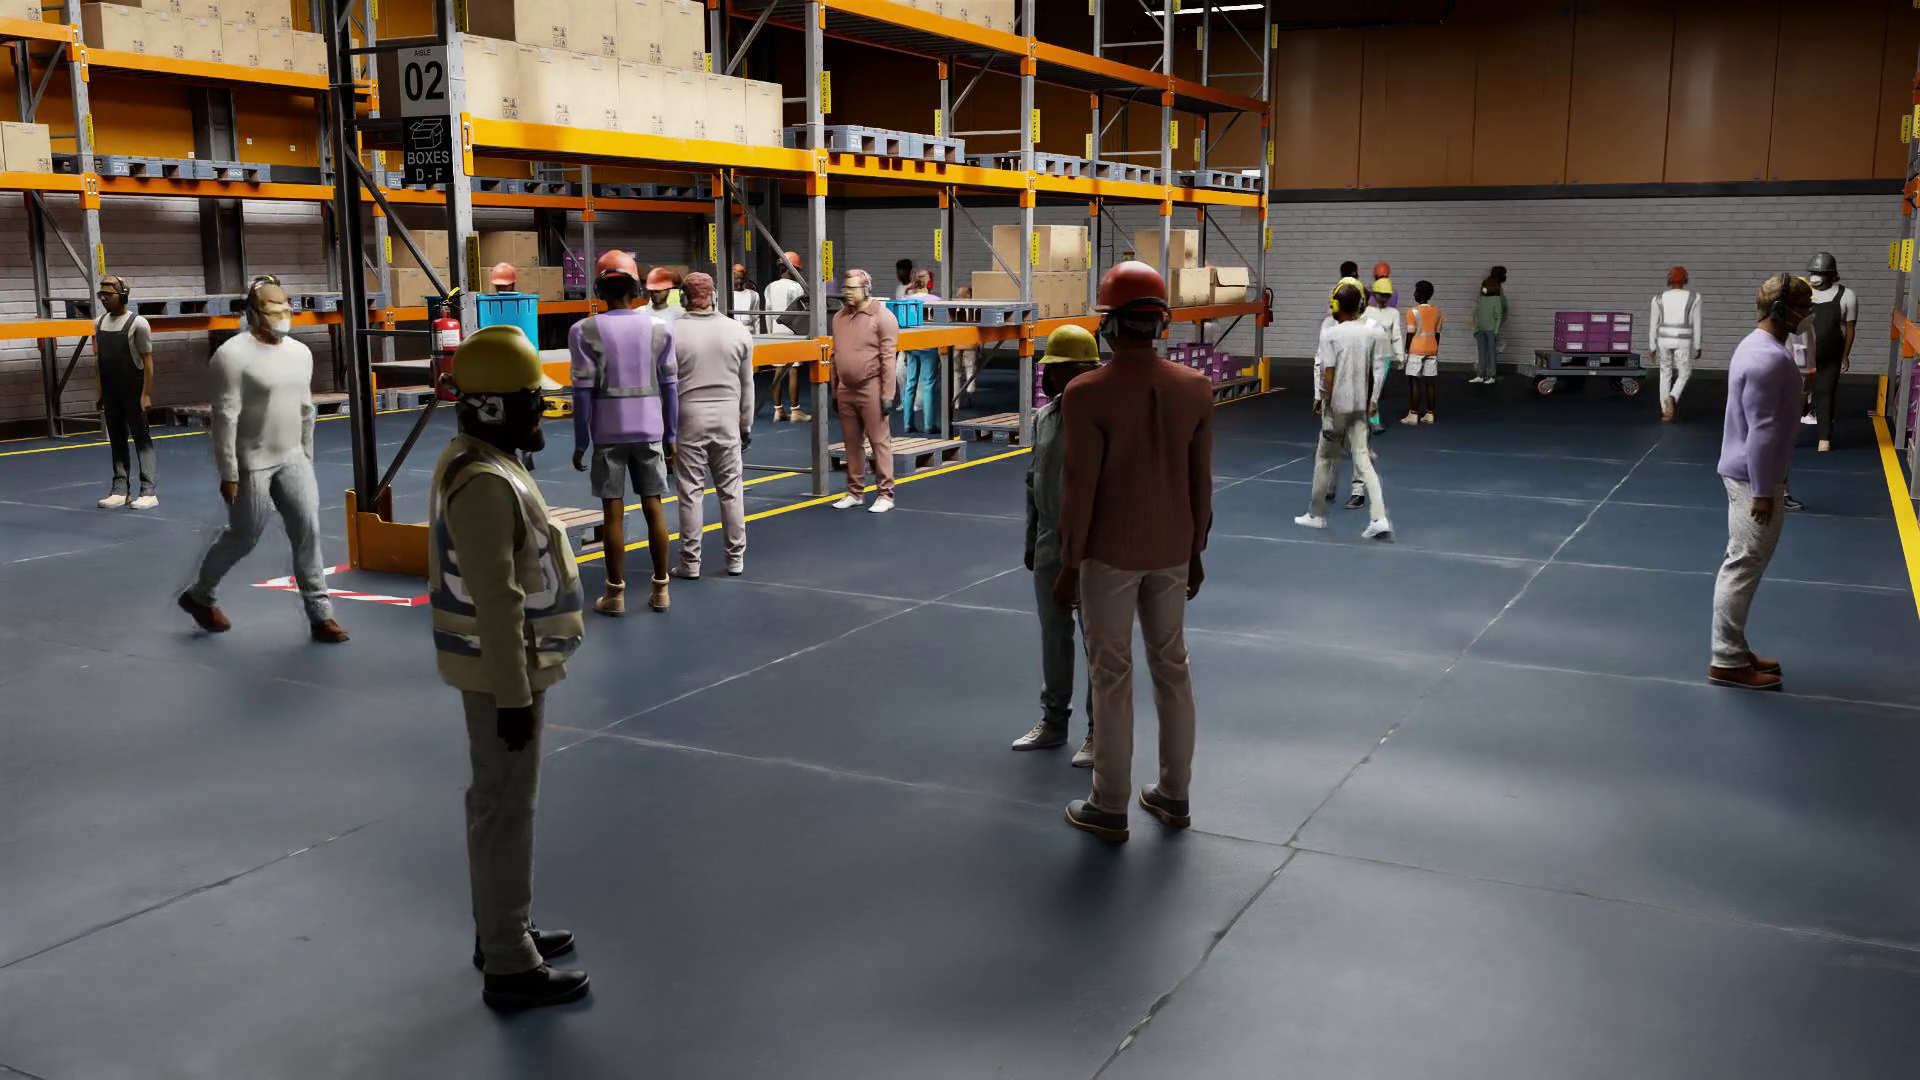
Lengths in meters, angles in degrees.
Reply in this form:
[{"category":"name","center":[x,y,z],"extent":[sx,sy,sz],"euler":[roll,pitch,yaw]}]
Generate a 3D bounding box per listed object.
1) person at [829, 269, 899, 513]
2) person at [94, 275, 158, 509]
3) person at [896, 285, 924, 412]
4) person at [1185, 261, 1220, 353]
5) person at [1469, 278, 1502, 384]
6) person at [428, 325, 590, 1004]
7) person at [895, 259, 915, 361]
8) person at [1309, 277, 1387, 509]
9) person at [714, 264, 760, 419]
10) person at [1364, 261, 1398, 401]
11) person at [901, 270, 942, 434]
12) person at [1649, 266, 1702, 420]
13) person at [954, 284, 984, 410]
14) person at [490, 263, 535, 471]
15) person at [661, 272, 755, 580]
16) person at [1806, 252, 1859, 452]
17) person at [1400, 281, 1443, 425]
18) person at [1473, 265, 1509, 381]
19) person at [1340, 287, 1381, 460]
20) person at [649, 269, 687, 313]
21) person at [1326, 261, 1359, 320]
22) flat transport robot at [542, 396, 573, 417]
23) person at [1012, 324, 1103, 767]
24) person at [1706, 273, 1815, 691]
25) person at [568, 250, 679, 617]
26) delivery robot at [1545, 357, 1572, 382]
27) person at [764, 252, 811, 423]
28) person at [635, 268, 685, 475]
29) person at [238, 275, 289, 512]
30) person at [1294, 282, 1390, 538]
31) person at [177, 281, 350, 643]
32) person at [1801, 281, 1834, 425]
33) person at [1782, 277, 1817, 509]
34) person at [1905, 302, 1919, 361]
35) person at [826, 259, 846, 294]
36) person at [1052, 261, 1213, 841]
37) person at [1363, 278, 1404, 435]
[{"category":"person","center":[-0.780,-1.163,13.037],"extent":[0.644,1.899,0.395],"euler":[7,12,36]},{"category":"person","center":[-6.624,-1.162,13.168],"extent":[0.506,1.846,0.346],"euler":[2,10,13]},{"category":"person","center":[-0.598,-2.416,21.047],"extent":[0.532,1.616,0.477],"euler":[7,12,34]},{"category":"person","center":[3.789,-3.430,26.023],"extent":[1.015,1.947,0.633],"euler":[0,10,-1]},{"category":"person","center":[8.187,-3.246,25.845],"extent":[0.280,1.634,0.498],"euler":[-5,11,-29]},{"category":"person","center":[-1.225,0.336,4.531],"extent":[0.404,1.831,0.600],"euler":[-3,10,-19]},{"category":"person","center":[-0.849,-3.043,23.815],"extent":[0.996,1.916,0.618],"euler":[-7,12,-36]},{"category":"person","center":[3.065,-1.164,13.214],"extent":[0.590,1.833,0.403],"euler":[8,13,40]},{"category":"person","center":[-2.700,-2.402,20.235],"extent":[0.575,1.885,0.355],"euler":[-4,10,-21]},{"category":"person","center":[5.768,-2.902,23.066],"extent":[0.555,1.914,0.873],"euler":[1,10,4]},{"category":"person","center":[-0.426,-2.099,18.621],"extent":[0.561,1.837,0.383],"euler":[5,11,26]},{"category":"person","center":[8.544,-2.339,19.905],"extent":[0.594,1.868,0.684],"euler":[7,12,34]},{"category":"person","center":[0.042,-2.456,21.300],"extent":[0.541,1.622,0.455],"euler":[1,10,5]},{"category":"person","center":[-4.189,-1.584,15.373],"extent":[0.548,1.930,0.377],"euler":[1,10,5]},{"category":"person","center":[-1.594,-0.701,10.341],"extent":[0.639,1.904,0.409],"euler":[-5,11,-25]},{"category":"person","center":[8.742,-1.919,16.987],"extent":[0.683,2.000,0.536],"euler":[6,12,32]},{"category":"person","center":[5.448,-2.208,19.648],"extent":[0.541,1.696,0.315],"euler":[-5,11,-25]},{"category":"person","center":[8.444,-3.419,26.282],"extent":[0.446,1.825,0.650],"euler":[3,10,18]},{"category":"person","center":[3.862,-1.614,16.224],"extent":[0.533,1.692,0.319],"euler":[6,11,31]},{"category":"person","center":[-3.363,-2.268,19.643],"extent":[0.644,1.832,0.431],"euler":[-6,11,-30]},{"category":"person","center":[4.961,-2.674,21.760],"extent":[0.413,1.911,0.704],"euler":[-1,10,-5]},{"category":"flat transport robot","center":[-4.642,-1.707,20.874],"extent":[1.431,0.197,0.652],"euler":[-7,12,-34]},{"category":"person","center":[0.438,0.021,6.611],"extent":[0.493,1.743,0.295],"euler":[10,14,44]},{"category":"person","center":[3.731,-0.272,7.769],"extent":[0.358,1.931,0.630],"euler":[4,11,23]},{"category":"person","center":[-1.874,-0.586,9.288],"extent":[0.605,2.035,0.392],"euler":[-5,11,-25]},{"category":"delivery robot","center":[8.940,-2.566,24.755],"extent":[0.707,0.478,0.477],"euler":[3,10,15]},{"category":"person","center":[-2.042,-2.418,19.899],"extent":[0.605,2.033,0.396],"euler":[7,12,37]},{"category":"person","center":[-2.682,-1.480,14.875],"extent":[0.555,1.902,0.945],"euler":[3,10,16]},{"category":"person","center":[-5.438,-1.147,13.077],"extent":[0.538,1.856,0.361],"euler":[5,11,25]},{"category":"person","center":[2.800,-0.933,11.938],"extent":[0.535,1.825,0.979],"euler":[-4,11,-23]},{"category":"person","center":[-3.681,-0.406,8.697],"extent":[0.966,1.894,0.670],"euler":[5,11,25]},{"category":"person","center":[10.203,-2.323,19.711],"extent":[0.650,1.907,0.409],"euler":[-8,13,-40]},{"category":"person","center":[6.483,-1.137,13.055],"extent":[0.589,1.835,0.404],"euler":[-6,11,-30]},{"category":"person","center":[13.872,-2.919,23.982],"extent":[0.506,1.626,0.419],"euler":[6,12,32]},{"category":"person","center":[-2.292,-3.990,29.288],"extent":[0.594,1.930,0.352],"euler":[-1,10,-4]},{"category":"person","center":[0.592,0.038,5.785],"extent":[0.623,1.992,0.397],"euler":[-5,11,-28]},{"category":"person","center":[4.703,-2.048,18.594],"extent":[0.548,1.728,0.743],"euler":[-3,10,-14]}]
